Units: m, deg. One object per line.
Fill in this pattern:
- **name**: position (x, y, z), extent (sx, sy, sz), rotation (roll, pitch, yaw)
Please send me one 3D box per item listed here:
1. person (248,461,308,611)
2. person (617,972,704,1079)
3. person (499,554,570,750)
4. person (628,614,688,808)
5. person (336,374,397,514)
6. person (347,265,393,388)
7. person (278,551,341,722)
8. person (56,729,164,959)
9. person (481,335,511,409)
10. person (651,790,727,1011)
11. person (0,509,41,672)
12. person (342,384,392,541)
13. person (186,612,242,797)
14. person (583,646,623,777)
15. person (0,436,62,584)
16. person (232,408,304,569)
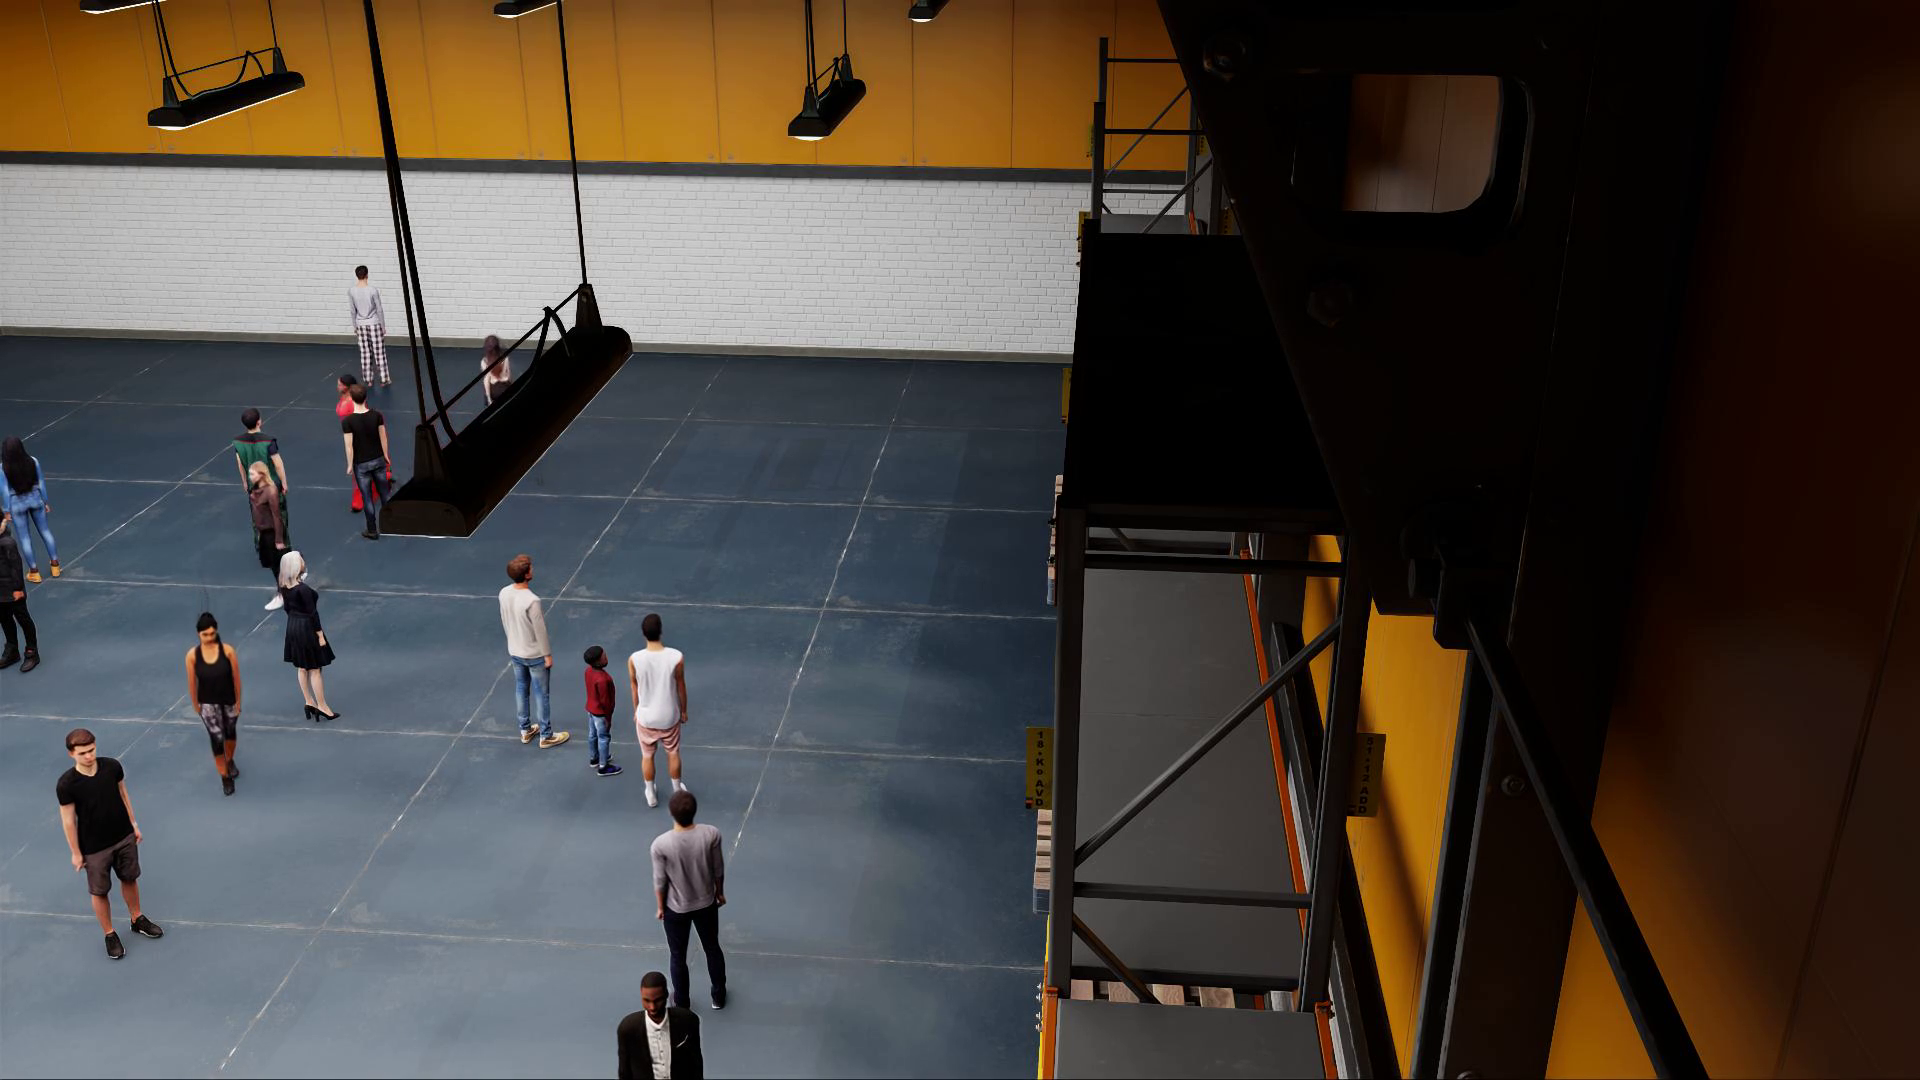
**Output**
- **person**: position (-7.419, -0.089, 18.091), extent (0.848, 1.696, 0.927), rotation (20, 31, 38)
- **person**: position (-1.793, 3.370, 10.049), extent (0.723, 1.800, 0.677), rotation (-6, 24, -13)
- **person**: position (-3.965, 1.022, 15.288), extent (0.742, 1.905, 0.734), rotation (13, 27, 28)
- **person**: position (-2.616, 1.488, 14.375), extent (0.681, 1.784, 0.654), rotation (-4, 24, -10)
- **person**: position (-7.366, -1.204, 20.550), extent (0.959, 1.770, 0.918), rotation (-16, 28, -33)
- **person**: position (-8.919, -3.228, 25.084), extent (0.655, 1.847, 0.577), rotation (-1, 24, -2)
- **person**: position (-6.192, 0.904, 15.757), extent (0.690, 1.747, 0.709), rotation (15, 28, 30)
- **person**: position (-6.458, 2.239, 12.560), extent (0.834, 1.862, 0.712), rotation (16, 28, 33)
- **person**: position (-6.173, -1.926, 22.374), extent (0.717, 1.633, 0.779), rotation (-14, 27, -29)
- **person**: position (-1.915, 2.571, 11.824), extent (0.737, 1.841, 0.714), rotation (-9, 25, -20)
- **person**: position (-9.622, 0.452, 16.749), extent (0.666, 1.779, 0.639), rotation (6, 24, 13)
- **person**: position (-7.025, -0.934, 19.774), extent (0.742, 1.897, 0.797), rotation (-18, 29, -35)
- **person**: position (-6.596, 1.376, 14.802), extent (0.839, 1.646, 0.944), rotation (-13, 27, -28)
- **person**: position (-3.252, 1.520, 14.965), extent (0.637, 1.253, 0.570), rotation (-16, 28, -33)
- **person**: position (-10.473, -0.358, 18.689), extent (0.734, 1.711, 0.653), rotation (21, 31, 40)
- **person**: position (-7.945, -0.603, 19.011), extent (0.658, 1.901, 0.553), rotation (2, 24, 5)
